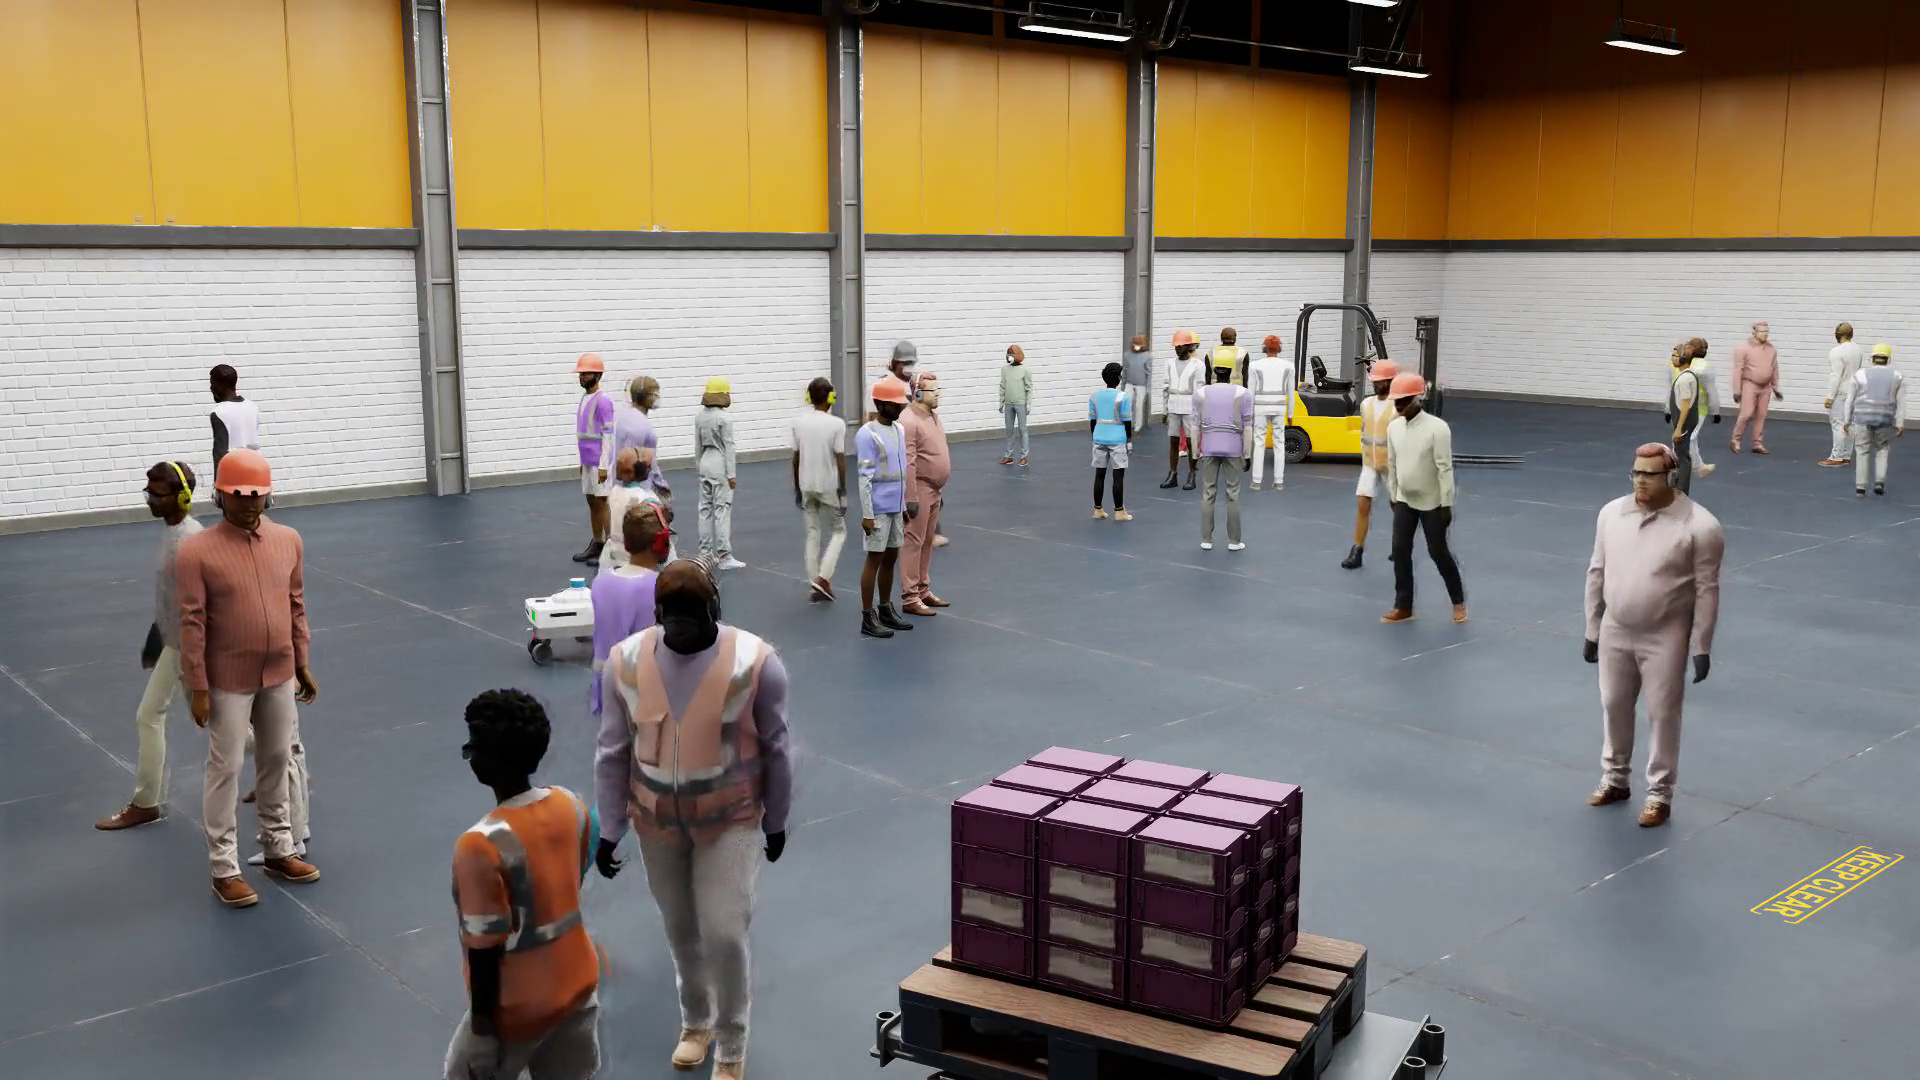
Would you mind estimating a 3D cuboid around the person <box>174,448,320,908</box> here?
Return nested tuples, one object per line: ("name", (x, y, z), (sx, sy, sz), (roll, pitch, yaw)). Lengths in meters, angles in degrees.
("person", (-3.103, 0.585, 7.302), (0.392, 1.991, 0.612), (6, 11, 32))

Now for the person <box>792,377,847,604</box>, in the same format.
("person", (-1.134, -0.394, 13.462), (0.530, 1.849, 0.393), (3, 10, 20))

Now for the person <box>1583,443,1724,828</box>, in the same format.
("person", (3.409, 0.461, 8.296), (0.403, 1.909, 0.651), (-8, 13, -41))

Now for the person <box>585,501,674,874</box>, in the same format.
("person", (-1.369, 0.746, 6.928), (0.575, 1.815, 0.850), (9, 13, 42))

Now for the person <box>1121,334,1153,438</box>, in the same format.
("person", (2.693, -2.354, 25.601), (0.516, 1.601, 0.677), (4, 10, 20))

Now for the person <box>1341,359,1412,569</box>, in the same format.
("person", (3.869, -0.701, 15.149), (0.983, 1.892, 0.560), (-9, 13, -43))

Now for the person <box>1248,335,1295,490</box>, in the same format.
("person", (3.746, -1.531, 20.051), (0.568, 1.878, 0.362), (0, 10, 0))

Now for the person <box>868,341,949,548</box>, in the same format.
("person", (-0.477, -0.909, 15.909), (0.711, 2.000, 0.897), (-6, 11, -30))

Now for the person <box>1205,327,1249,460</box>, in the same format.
("person", (3.690, -2.015, 22.971), (0.627, 1.840, 0.429), (3, 10, 16))

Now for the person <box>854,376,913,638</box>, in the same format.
("person", (-0.536, -0.250, 12.356), (0.372, 1.933, 0.552), (6, 11, 30))

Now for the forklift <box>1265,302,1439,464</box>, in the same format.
("forklift", (5.320, -2.157, 22.763), (2.313, 2.155, 1.214), (3, 10, 16))

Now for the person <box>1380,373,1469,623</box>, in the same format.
("person", (3.582, -0.319, 12.765), (0.795, 1.948, 0.635), (-7, 12, -34))

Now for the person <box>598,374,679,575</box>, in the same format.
("person", (-2.455, -0.368, 13.199), (1.025, 1.881, 0.652), (-4, 10, -21))

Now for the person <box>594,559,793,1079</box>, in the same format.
("person", (-0.907, 0.970, 5.569), (0.633, 1.821, 0.710), (2, 10, 9))

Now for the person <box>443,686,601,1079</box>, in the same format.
("person", (-1.219, 1.220, 4.488), (0.590, 1.675, 0.553), (4, 10, 20))

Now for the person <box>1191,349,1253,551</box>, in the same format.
("person", (2.498, -0.850, 15.893), (0.585, 1.929, 0.375), (3, 10, 16))

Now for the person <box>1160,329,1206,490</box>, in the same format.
("person", (2.680, -1.566, 20.055), (0.548, 1.936, 0.378), (7, 12, 34))

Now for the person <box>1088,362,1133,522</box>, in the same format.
("person", (1.606, -1.035, 17.646), (0.531, 1.698, 0.320), (8, 12, 38))

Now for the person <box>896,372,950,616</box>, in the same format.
("person", (-0.278, -0.370, 13.142), (0.406, 1.911, 0.639), (3, 10, 18))

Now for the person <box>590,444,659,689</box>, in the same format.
("person", (-2.079, 0.221, 10.561), (0.430, 1.659, 0.523), (-8, 12, -39))

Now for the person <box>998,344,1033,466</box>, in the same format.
("person", (0.747, -1.813, 22.388), (0.504, 1.632, 0.269), (7, 12, 35))

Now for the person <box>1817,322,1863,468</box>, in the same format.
("person", (11.765, -1.932, 22.201), (0.629, 1.937, 0.376), (-6, 12, -33))

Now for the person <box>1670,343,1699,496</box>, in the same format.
("person", (8.060, -1.270, 18.592), (0.350, 1.846, 0.506), (5, 11, 28))

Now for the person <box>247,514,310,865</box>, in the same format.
("person", (-3.221, 0.686, 7.744), (0.310, 1.638, 0.523), (-2, 10, -13))

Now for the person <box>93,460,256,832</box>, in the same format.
("person", (-3.859, 0.499, 8.314), (0.905, 1.821, 0.510), (-4, 11, -23))

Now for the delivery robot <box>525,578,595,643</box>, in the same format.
("delivery robot", (-2.677, 0.510, 11.667), (0.707, 0.478, 0.477), (-4, 10, -20))

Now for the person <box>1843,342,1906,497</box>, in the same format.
("person", (10.701, -1.406, 19.479), (0.614, 1.810, 0.462), (4, 10, 21))

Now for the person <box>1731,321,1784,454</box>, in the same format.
("person", (11.381, -2.173, 23.735), (0.698, 1.908, 0.401), (-2, 10, -13))

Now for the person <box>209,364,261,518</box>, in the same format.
("person", (-6.114, -0.532, 14.096), (0.385, 1.910, 0.593), (1, 10, 9))

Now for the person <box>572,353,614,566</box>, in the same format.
("person", (-3.341, -0.734, 15.169), (0.344, 1.942, 0.547), (-7, 12, -35))

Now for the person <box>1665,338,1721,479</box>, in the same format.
("person", (9.177, -1.615, 20.769), (0.959, 1.794, 0.632), (-4, 10, -21))

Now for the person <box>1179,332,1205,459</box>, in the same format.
("person", (3.198, -2.005, 23.128), (0.533, 1.767, 0.315), (9, 13, 41))

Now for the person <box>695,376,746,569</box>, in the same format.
("person", (-2.188, -0.614, 15.046), (0.487, 1.744, 0.313), (8, 13, 41))
